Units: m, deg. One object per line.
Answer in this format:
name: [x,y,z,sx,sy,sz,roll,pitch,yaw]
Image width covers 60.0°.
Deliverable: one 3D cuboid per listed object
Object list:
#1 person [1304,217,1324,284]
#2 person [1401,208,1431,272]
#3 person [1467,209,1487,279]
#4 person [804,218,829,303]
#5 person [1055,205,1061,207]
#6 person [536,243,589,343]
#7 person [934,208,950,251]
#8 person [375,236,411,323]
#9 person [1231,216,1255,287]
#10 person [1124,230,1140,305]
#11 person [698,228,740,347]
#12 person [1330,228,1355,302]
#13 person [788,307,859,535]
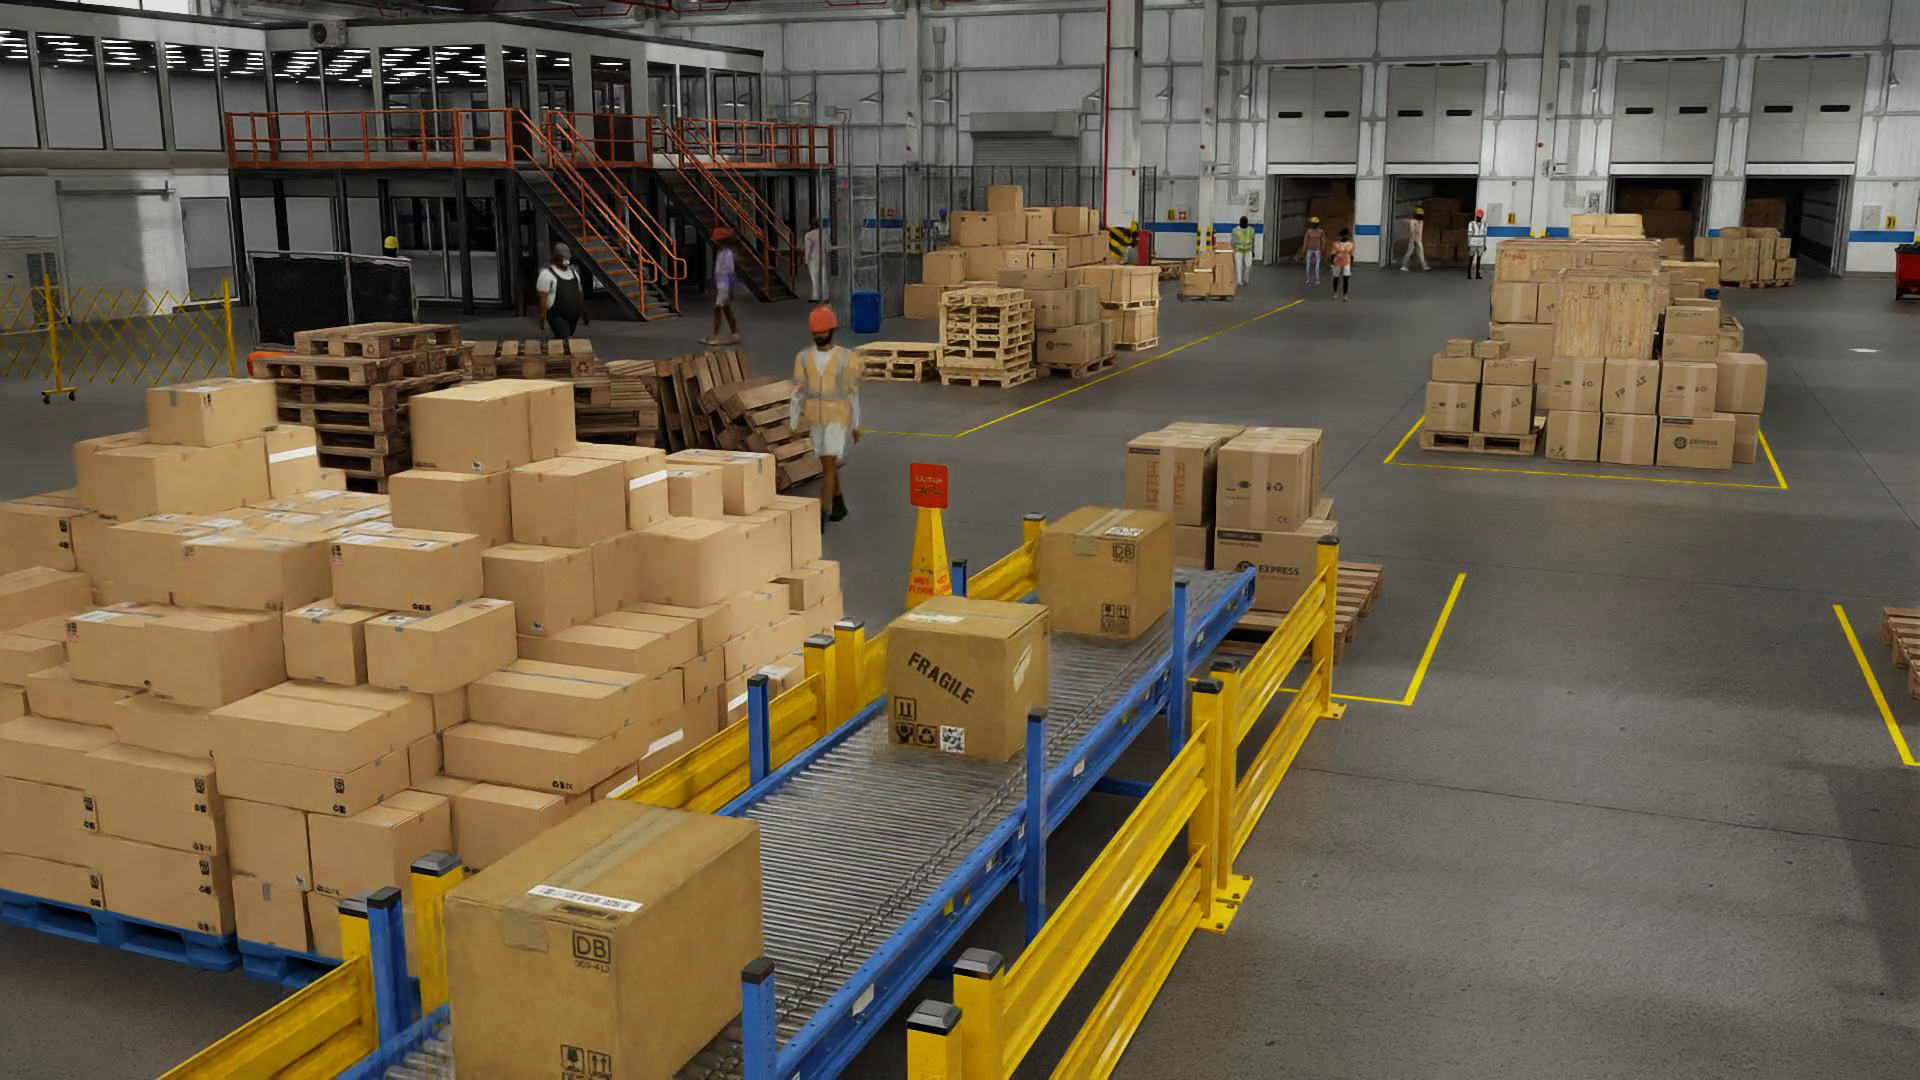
person: [9.402,-7.692,44.203,0.533,1.770,0.307,3,13,14]
person: [13.582,-8.925,49.514,0.591,1.875,1.007,-8,15,-33]
person: [14.323,-8.185,46.055,0.543,1.928,0.372,-1,13,-3]
person: [-3.267,-6.342,37.817,0.645,1.927,0.390,-11,17,-40]
person: [2.931,-8.991,49.568,0.634,1.969,0.646,-10,16,-38]
person: [-5.567,-3.220,23.528,1.005,2.000,0.701,8,15,32]
person: [-0.457,-8.259,46.376,0.613,1.942,0.404,0,13,0]
person: [-9.386,-4.076,27.645,0.589,1.919,0.392,-8,15,-30]
person: [7.314,-7.429,42.913,0.655,1.814,0.714,0,13,-2]
person: [3.318,-5.148,32.634,0.798,1.846,0.524,7,14,29]
person: [-4.179,-4.338,28.601,0.812,2.010,0.630,-4,13,-17]
person: [8.849,-6.363,38.476,0.555,1.715,0.505,2,13,11]
person: [-1.145,-1.020,14.027,0.568,1.883,1.013,4,13,16]
